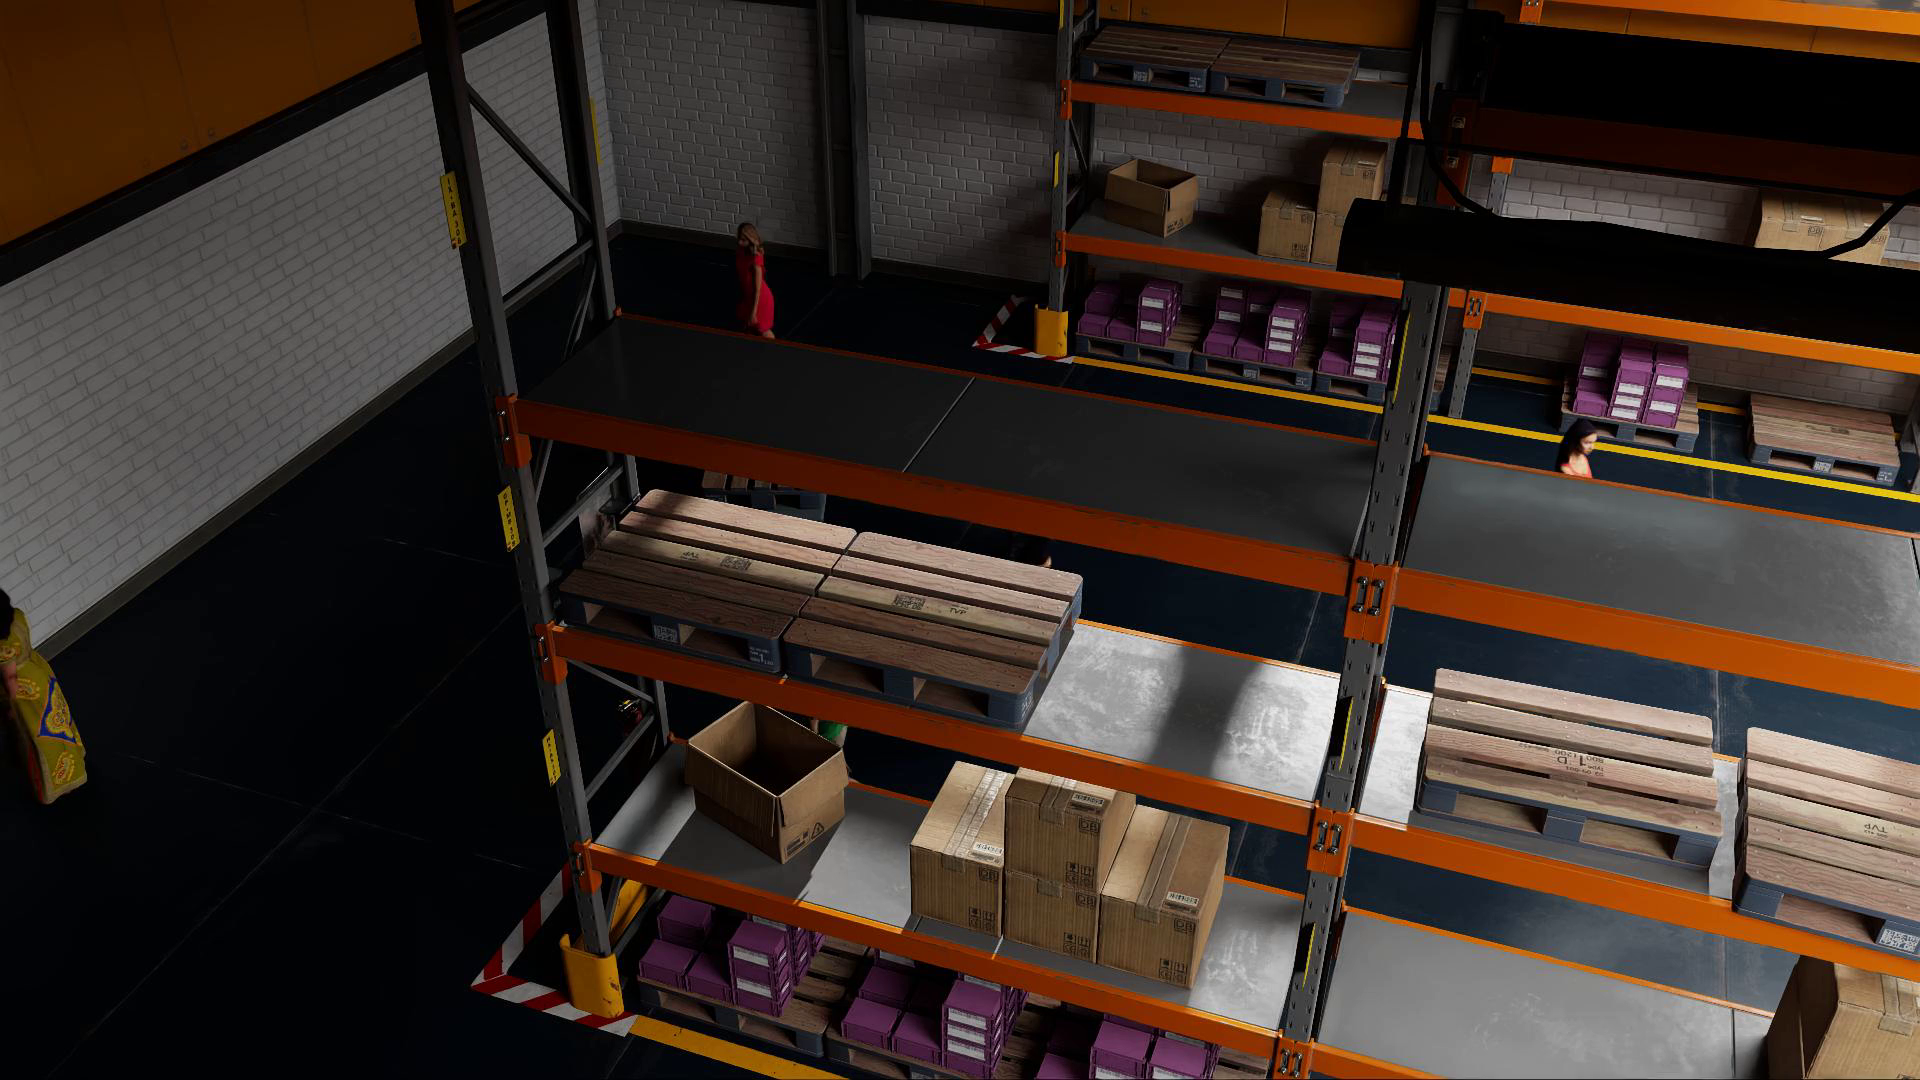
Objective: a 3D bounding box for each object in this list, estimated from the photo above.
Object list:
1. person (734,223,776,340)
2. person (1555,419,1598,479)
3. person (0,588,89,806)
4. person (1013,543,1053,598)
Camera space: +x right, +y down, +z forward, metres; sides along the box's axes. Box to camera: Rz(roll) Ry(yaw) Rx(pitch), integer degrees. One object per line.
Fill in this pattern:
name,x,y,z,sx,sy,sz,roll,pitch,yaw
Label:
person,-1.917,-2.325,16.052,0.821,1.687,0.757,-12,35,-17
person,4.589,-0.153,12.755,0.586,1.719,0.621,18,38,25
person,-6.249,0.985,11.096,1.034,1.660,1.001,-10,35,-15
person,0.357,0.786,11.292,1.079,1.775,0.834,-1,34,-2
